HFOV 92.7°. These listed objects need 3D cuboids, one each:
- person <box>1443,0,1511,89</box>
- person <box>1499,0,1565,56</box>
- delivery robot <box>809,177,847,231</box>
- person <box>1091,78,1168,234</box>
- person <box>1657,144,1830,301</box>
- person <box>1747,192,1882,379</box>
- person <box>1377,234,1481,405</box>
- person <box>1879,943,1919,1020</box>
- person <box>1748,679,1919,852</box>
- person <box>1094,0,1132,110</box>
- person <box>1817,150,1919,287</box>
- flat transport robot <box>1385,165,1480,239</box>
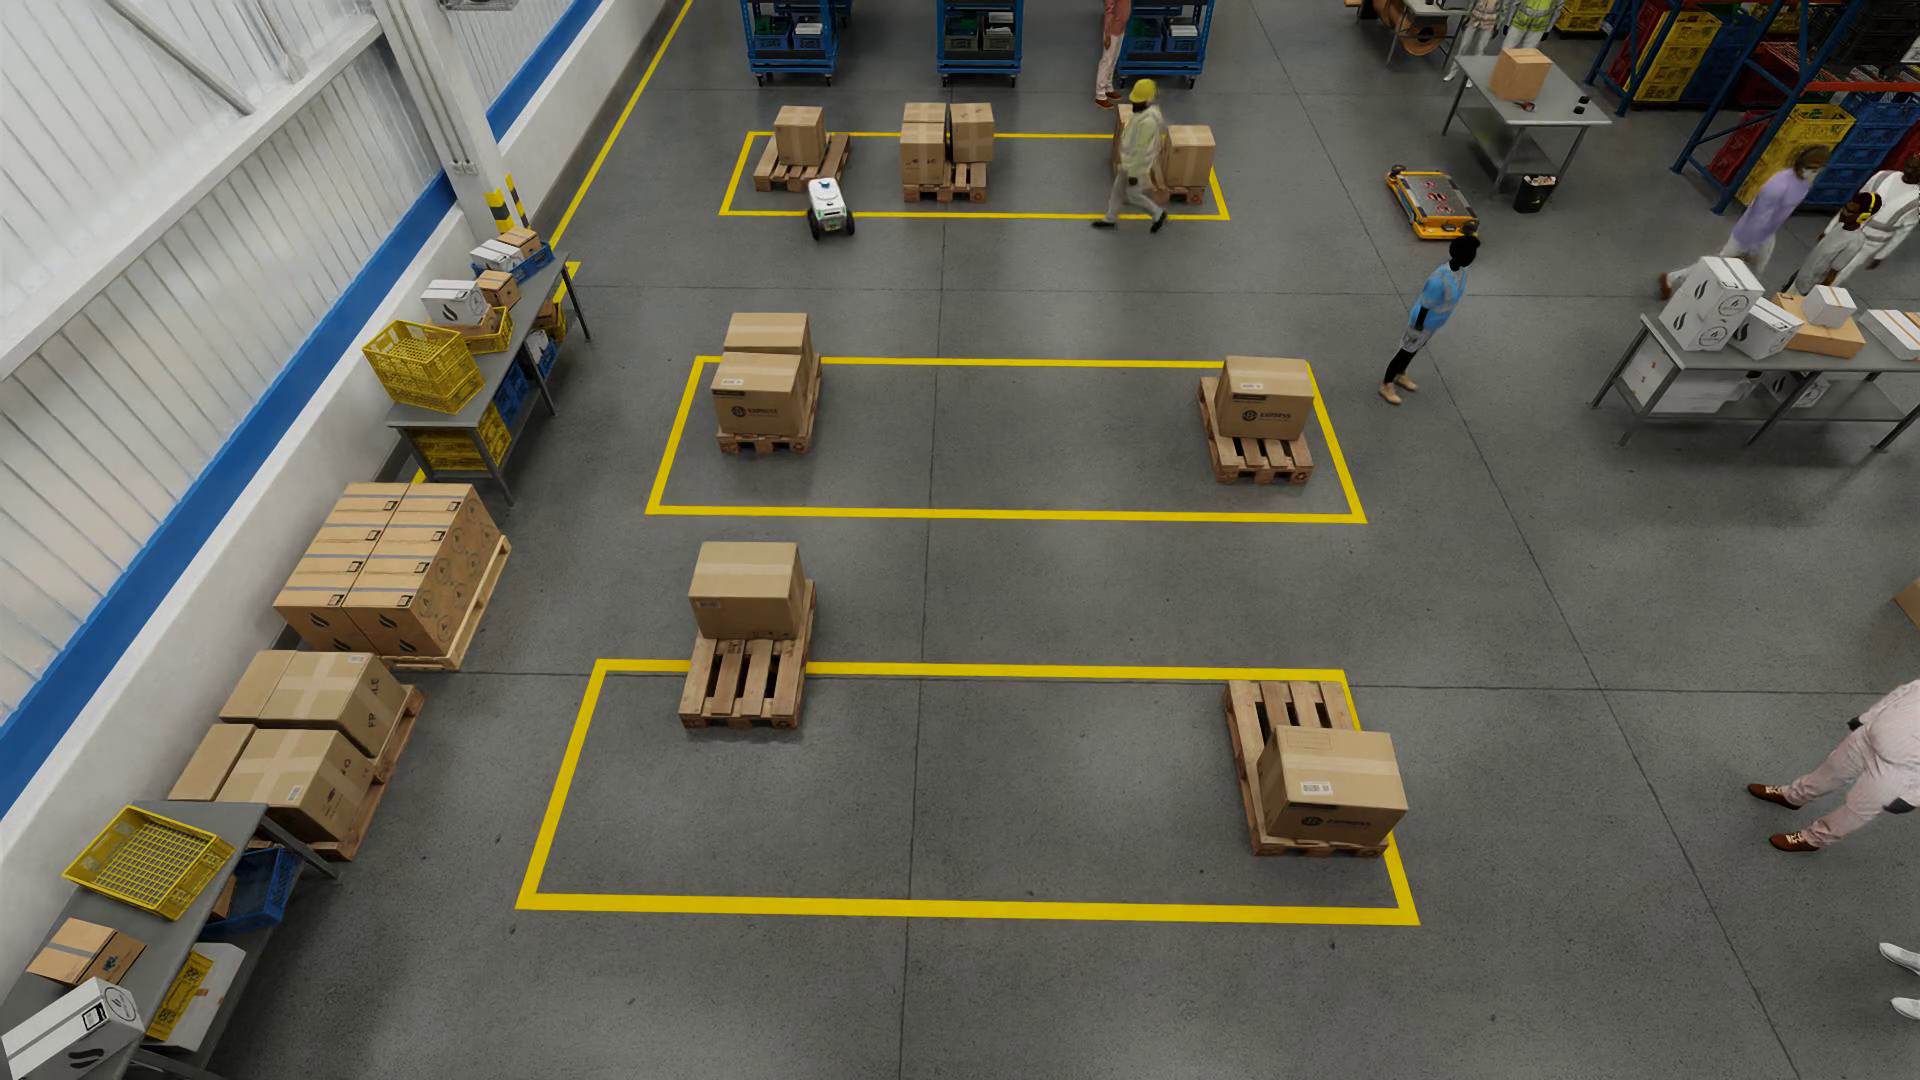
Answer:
[{"bbox_3d":[7.354,-7.255,12.907,0.528,1.628,0.322,35,58,26],"label":"person"},{"bbox_3d":[7.845,-7.099,12.638,0.629,1.837,0.431,20,52,16],"label":"person"},{"bbox_3d":[-1.548,-3.961,10.697,0.477,0.478,0.707,-11,50,-10],"label":"delivery robot"},{"bbox_3d":[1.988,-4.208,10.152,0.781,1.800,0.606,-3,49,-3],"label":"person"},{"bbox_3d":[7.800,-3.012,9.055,0.628,1.905,0.927,-21,52,-17],"label":"person"},{"bbox_3d":[7.807,-2.329,8.490,0.322,1.862,0.510,15,51,12],"label":"person"},{"bbox_3d":[4.253,-2.000,8.309,0.540,1.695,0.317,-35,58,-27],"label":"person"},{"bbox_3d":[5.649,2.039,4.668,0.392,1.920,0.593,19,52,16],"label":"person"},{"bbox_3d":[5.437,1.258,5.354,0.401,1.904,0.648,9,50,8],"label":"person"},{"bbox_3d":[2.109,-6.906,12.361,0.388,1.992,0.625,22,53,18],"label":"person"},{"bbox_3d":[8.836,-2.946,9.014,0.532,1.877,0.585,-20,52,-16],"label":"person"},{"bbox_3d":[5.692,-4.094,11.059,0.652,0.197,1.431,1,49,1],"label":"flat transport robot"}]
